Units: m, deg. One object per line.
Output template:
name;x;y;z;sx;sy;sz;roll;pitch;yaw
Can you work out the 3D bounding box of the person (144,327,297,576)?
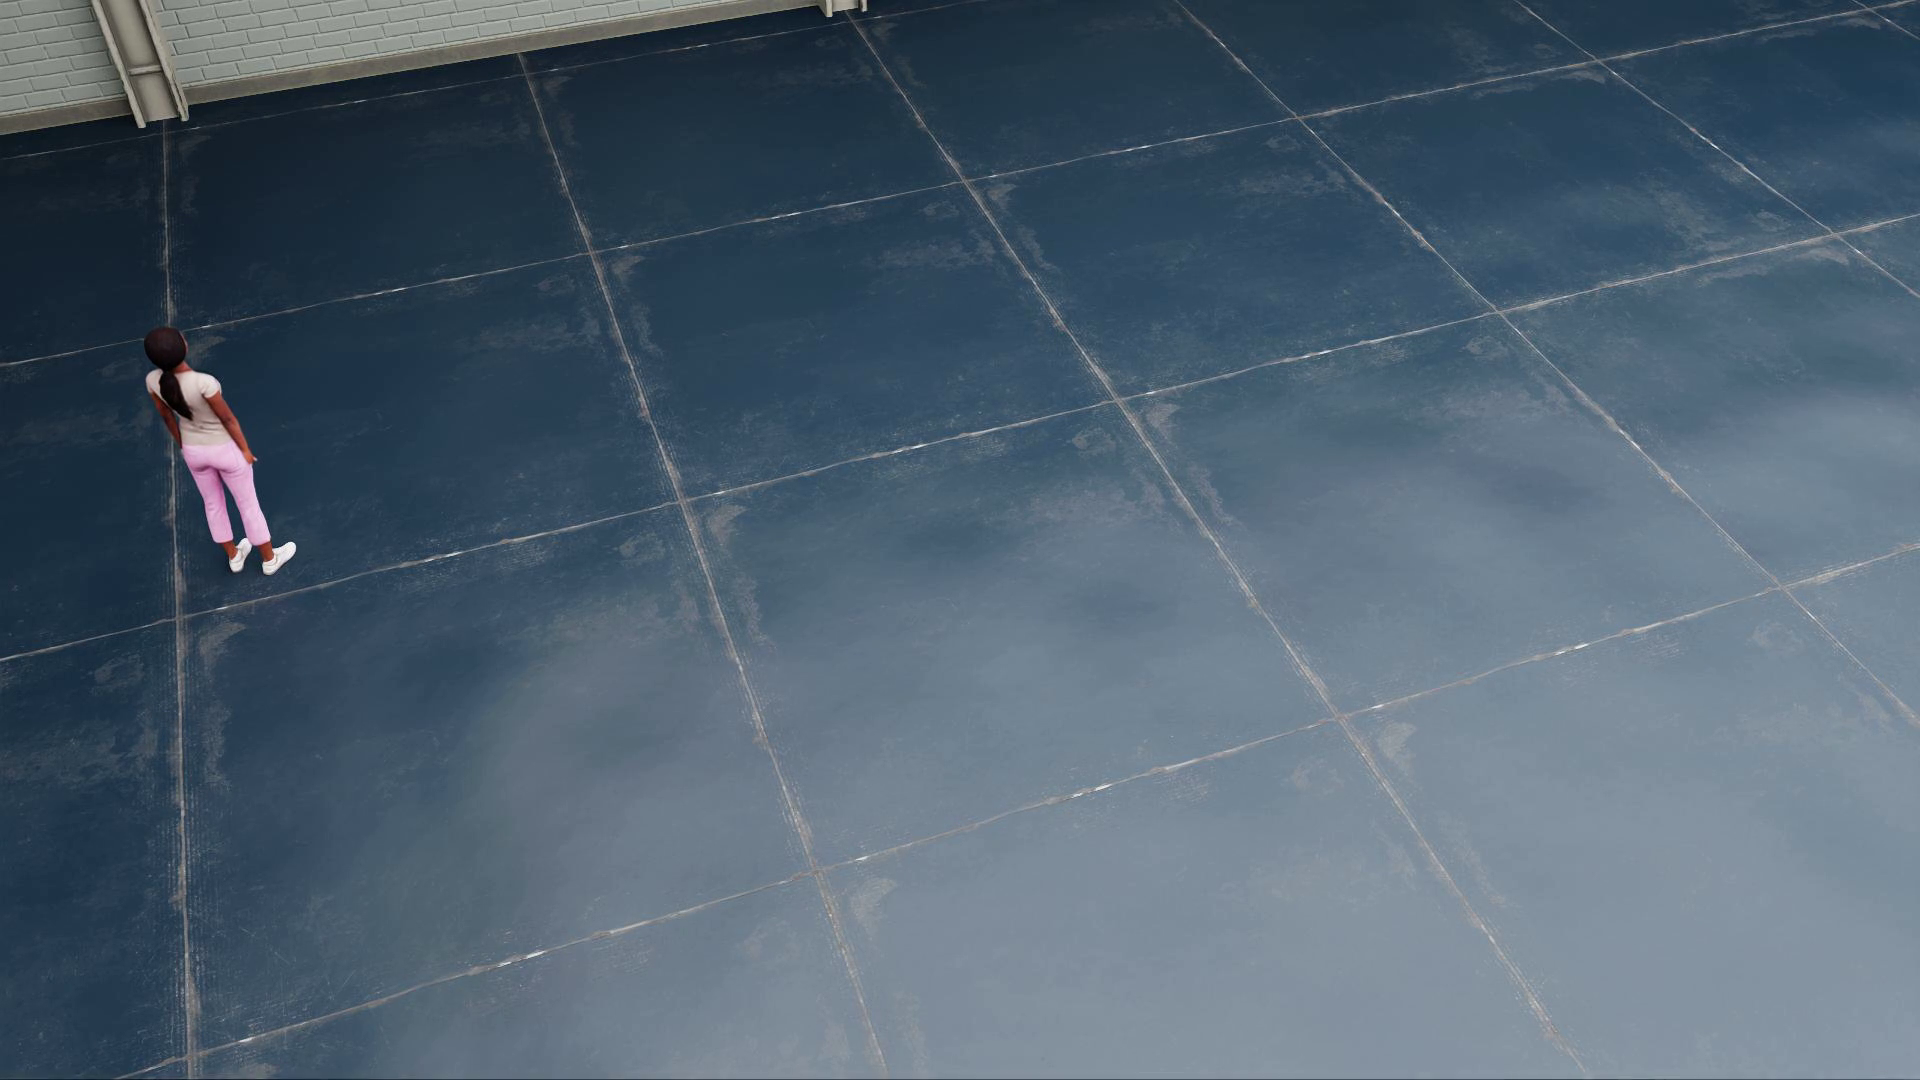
person;-4.258;-0.501;9.475;0.593;1.741;0.704;5;43;5
